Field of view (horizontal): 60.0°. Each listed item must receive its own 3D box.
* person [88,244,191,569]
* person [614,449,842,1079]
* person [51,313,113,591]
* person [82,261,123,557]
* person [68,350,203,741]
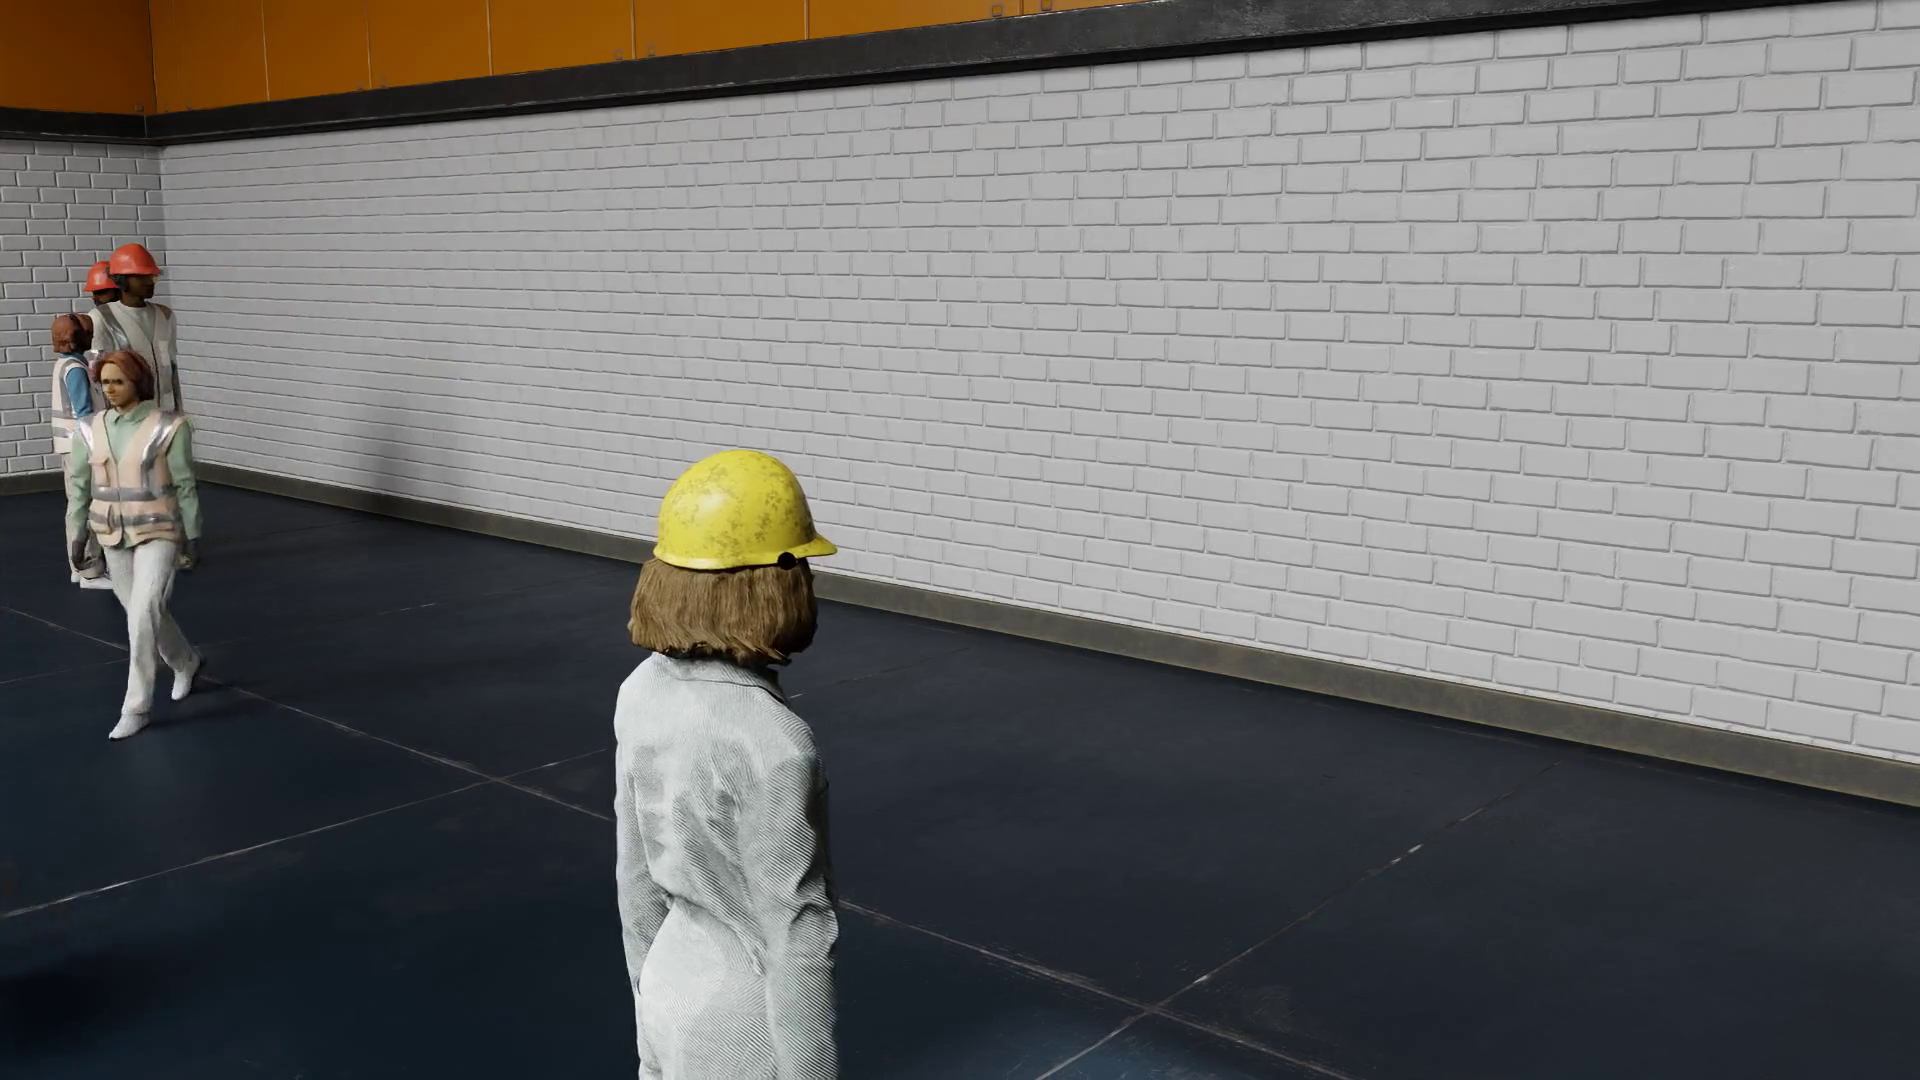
[{"bbox_3d":[-5.059,-0.800,10.329,0.378,2.042,0.615,5,11,25],"label":"person"},{"bbox_3d":[-0.315,0.734,2.448,0.296,1.743,0.492,-8,13,-37],"label":"person"},{"bbox_3d":[-5.206,-0.520,9.876,0.306,1.642,0.522,-7,12,-36],"label":"person"},{"bbox_3d":[-5.449,-0.831,10.810,0.551,1.935,0.375,3,10,16],"label":"person"},{"bbox_3d":[-3.513,-0.021,7.150,0.528,1.603,0.829,1,10,5],"label":"person"}]
